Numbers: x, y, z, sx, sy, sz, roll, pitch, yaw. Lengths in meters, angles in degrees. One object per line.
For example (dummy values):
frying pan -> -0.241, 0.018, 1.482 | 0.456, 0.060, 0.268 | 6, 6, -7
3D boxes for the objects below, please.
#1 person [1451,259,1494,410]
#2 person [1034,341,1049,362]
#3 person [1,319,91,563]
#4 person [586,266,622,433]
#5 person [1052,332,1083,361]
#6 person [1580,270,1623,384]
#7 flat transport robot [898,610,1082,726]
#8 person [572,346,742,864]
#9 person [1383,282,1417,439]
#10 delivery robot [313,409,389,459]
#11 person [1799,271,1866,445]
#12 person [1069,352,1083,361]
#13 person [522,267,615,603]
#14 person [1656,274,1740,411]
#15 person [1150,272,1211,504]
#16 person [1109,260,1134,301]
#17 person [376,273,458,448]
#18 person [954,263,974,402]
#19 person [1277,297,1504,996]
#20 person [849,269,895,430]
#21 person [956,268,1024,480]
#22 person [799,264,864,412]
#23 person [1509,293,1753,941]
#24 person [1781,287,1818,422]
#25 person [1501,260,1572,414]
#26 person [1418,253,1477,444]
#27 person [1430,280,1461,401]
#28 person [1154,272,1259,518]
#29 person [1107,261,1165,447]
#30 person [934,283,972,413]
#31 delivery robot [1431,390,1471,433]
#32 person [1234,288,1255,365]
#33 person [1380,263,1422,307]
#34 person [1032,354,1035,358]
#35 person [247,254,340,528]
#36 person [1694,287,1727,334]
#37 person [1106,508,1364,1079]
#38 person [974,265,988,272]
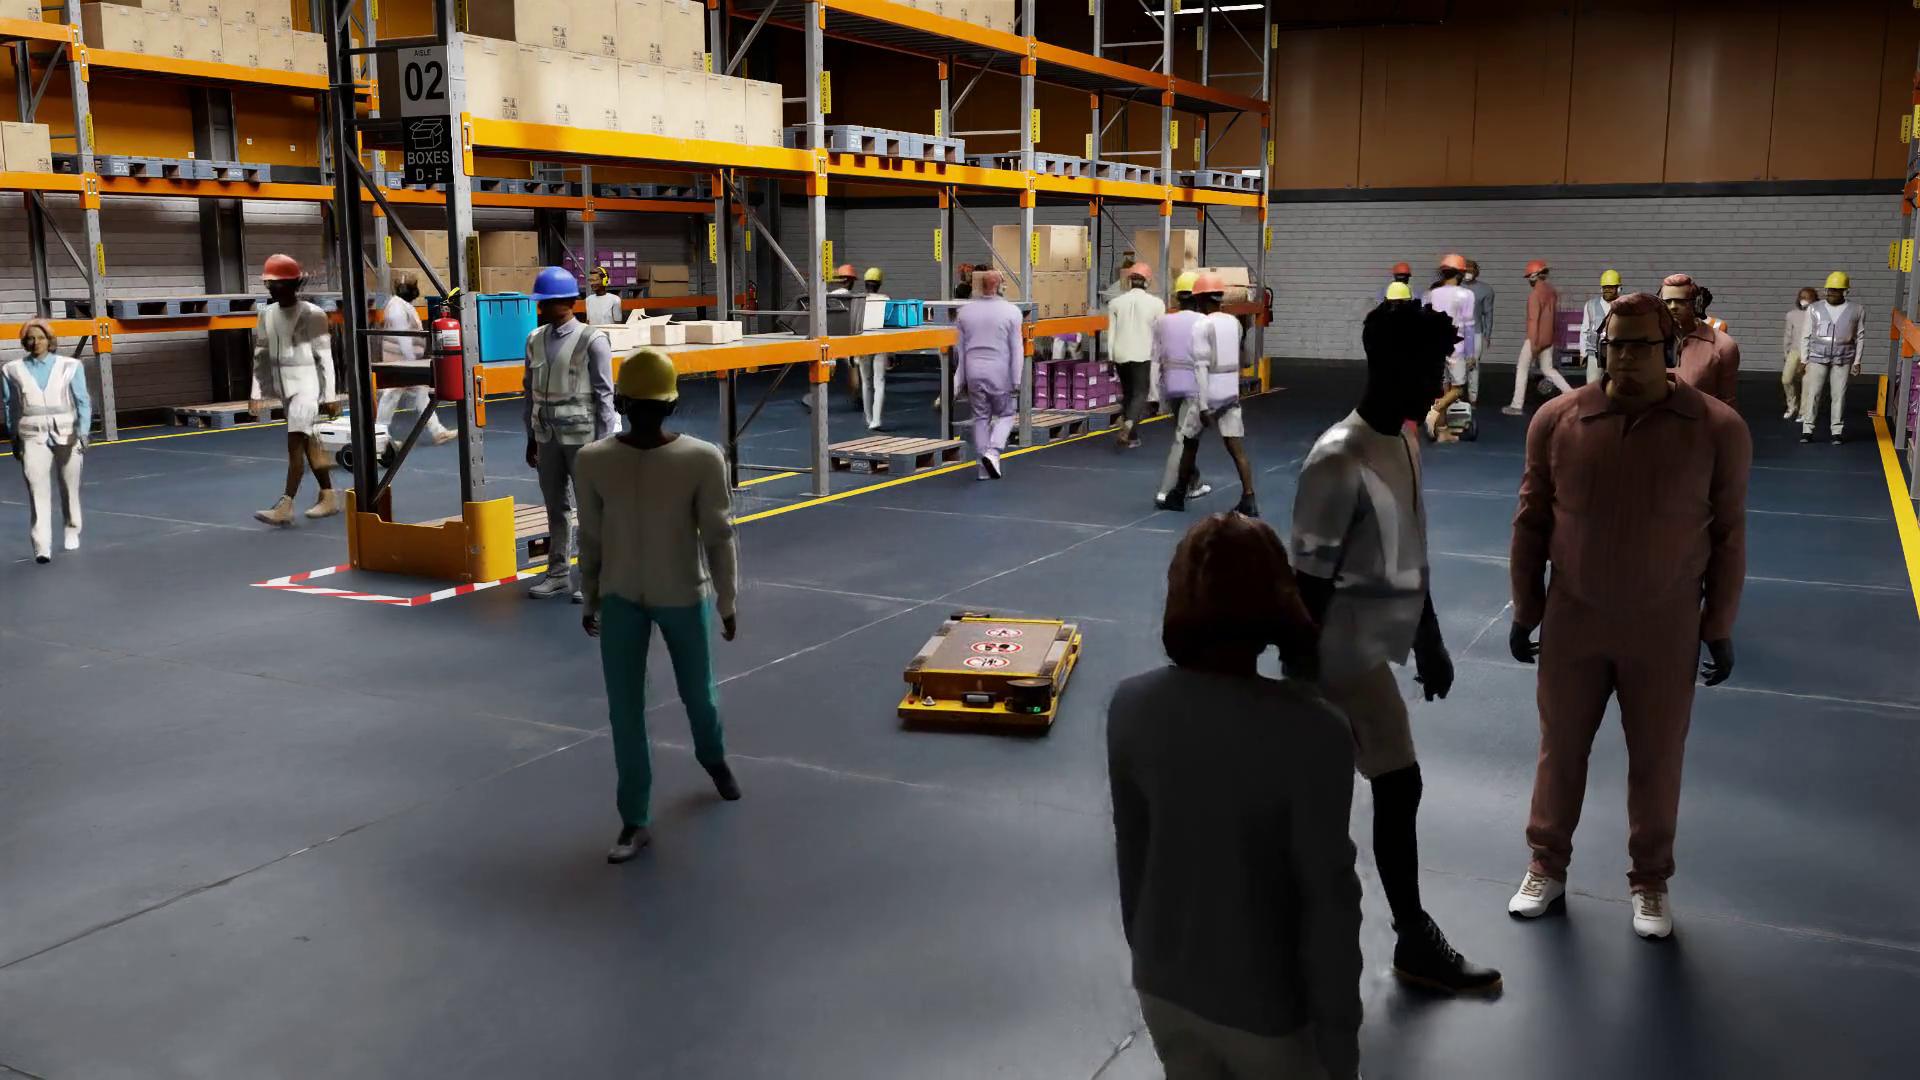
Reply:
person -> 6.546, -2.648, 21.497 | 0.635, 1.937, 0.352 | 4, 11, 22
person -> 1.180, -3.970, 29.211 | 0.673, 1.927, 0.641 | 1, 10, 8
person -> -6.045, -0.669, 11.048 | 0.515, 1.587, 0.898 | -5, 11, -25
person -> -4.026, -2.142, 18.771 | 0.535, 1.868, 0.309 | 5, 11, 27
person -> 1.405, -2.742, 22.155 | 0.539, 1.908, 0.815 | 5, 11, 27
person -> 7.304, -2.125, 18.780 | 0.601, 1.830, 0.403 | 5, 11, 27
flat transport robot -> 0.172, 0.570, 7.695 | 0.652, 0.197, 1.431 | 2, 10, 9
person -> -1.032, 0.176, 5.778 | 0.555, 1.727, 0.762 | 0, 10, 1
person -> 4.076, -1.528, 15.557 | 0.612, 1.745, 0.537 | -7, 12, -36
delivery robot -> -5.709, -0.981, 15.581 | 0.707, 0.478, 0.477 | 5, 11, 27
person -> 9.209, -1.917, 17.582 | 0.601, 1.827, 0.403 | 5, 11, 27
person -> 1.869, -3.180, 25.525 | 0.630, 1.616, 0.509 | -5, 11, -28
person -> -2.289, -0.596, 9.628 | 0.622, 1.941, 0.422 | 5, 11, 26
person -> 3.889, -0.495, 9.130 | 0.652, 1.906, 0.402 | 5, 11, 27
person -> 1.819, -1.211, 13.387 | 0.591, 1.876, 1.010 | 8, 13, 40
person -> 2.485, -3.180, 24.666 | 0.681, 1.907, 0.746 | 6, 12, 33
person -> -5.684, -1.845, 17.231 | 0.923, 1.805, 0.657 | -1, 10, -9
person -> 0.055, -2.833, 22.727 | 0.337, 1.882, 0.585 | 4, 11, 22
person -> 1.032, 0.275, 4.692 | 0.988, 1.921, 0.624 | 5, 11, 27
person -> -1.007, -2.193, 19.173 | 0.588, 1.849, 1.031 | -1, 10, -7
person -> 0.266, -1.444, 14.688 | 0.643, 1.891, 0.477 | 4, 11, 24
person -> -1.565, -2.529, 20.990 | 0.941, 1.891, 0.592 | -8, 13, -39
person -> 1.957, 0.230, 4.933 | 0.652, 1.906, 0.402 | 5, 11, 27
person -> 10.089, -2.212, 19.899 | 0.505, 1.624, 0.338 | 9, 14, 43
person -> 7.291, -2.500, 20.672 | 0.603, 1.941, 0.898 | -8, 12, -38
person -> 5.054, -1.984, 17.417 | 0.691, 2.022, 0.621 | -6, 12, -32
person -> 6.703, -2.891, 22.754 | 0.623, 1.989, 0.400 | 3, 10, 18
person -> 1.955, -1.106, 12.765 | 0.540, 1.884, 0.978 | -7, 12, -35
person -> 1.788, -1.879, 17.064 | 0.627, 1.949, 0.821 | 4, 10, 20
person -> -0.022, -2.416, 21.020 | 0.531, 1.648, 0.860 | 7, 12, 35
delivery robot -> 5.272, -1.413, 18.080 | 0.477, 0.478, 0.707 | -1, 10, -6
person -> 4.338, -3.263, 25.418 | 0.750, 1.819, 0.650 | 1, 10, 8
person -> 5.995, -2.799, 22.531 | 0.564, 1.880, 0.985 | 8, 13, 38
person -> 1.064, -4.121, 30.400 | 0.437, 1.817, 0.644 | -5, 11, -26
person -> -5.020, -1.102, 12.362 | 0.623, 1.995, 1.009 | 5, 11, 28
person -> 7.153, -1.610, 16.190 | 0.540, 1.695, 0.317 | 5, 11, 27
person -> 0.435, 0.755, 2.724 | 0.396, 1.609, 0.545 | -9, 13, -42
person -> 0.402, -3.389, 26.132 | 0.507, 1.833, 0.600 | 9, 13, 42
